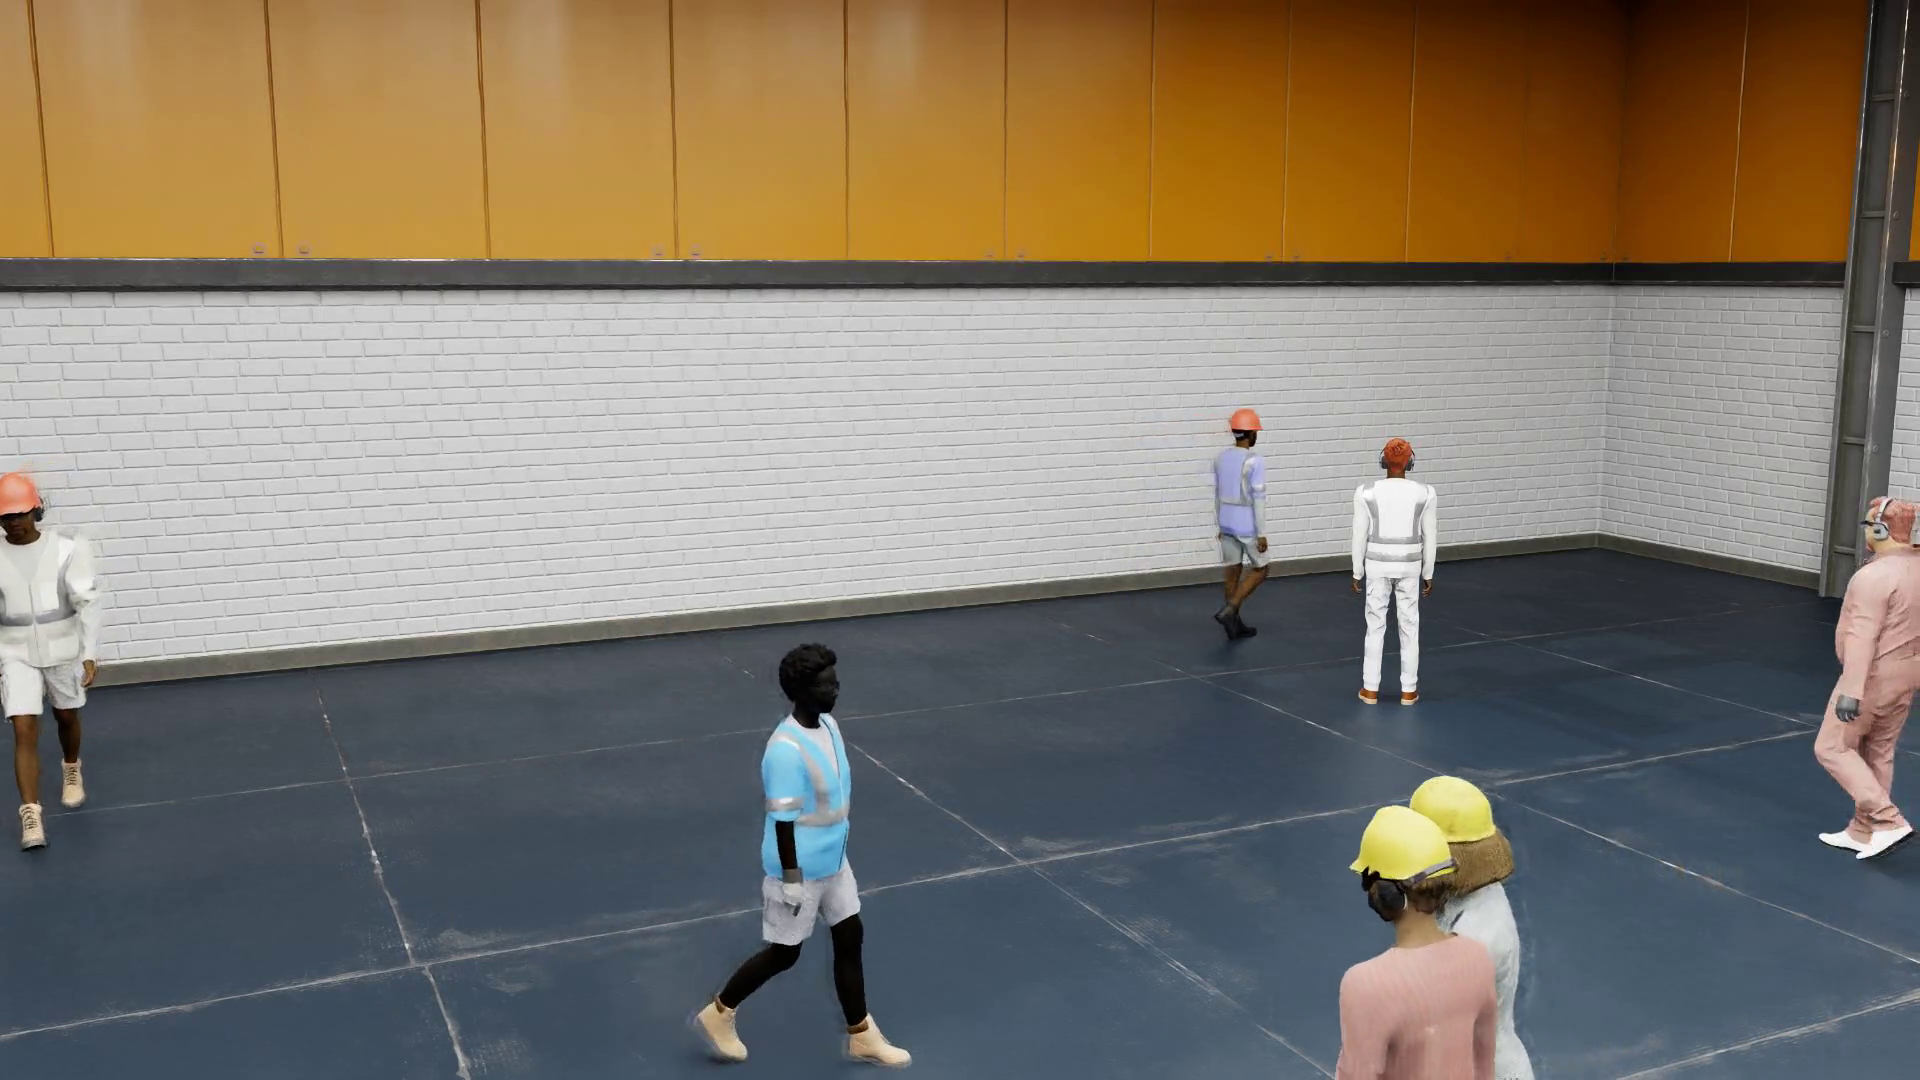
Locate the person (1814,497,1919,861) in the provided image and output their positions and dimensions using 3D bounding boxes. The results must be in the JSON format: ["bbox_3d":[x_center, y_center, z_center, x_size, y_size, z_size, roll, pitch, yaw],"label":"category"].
[{"bbox_3d":[4.700,0.724,8.517,0.676,1.894,0.440,-6,11,-35],"label":"person"}]

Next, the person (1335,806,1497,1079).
[{"bbox_3d":[1.142,1.529,4.010,0.551,1.736,0.595,-7,12,-38],"label":"person"}]

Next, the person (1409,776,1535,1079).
[{"bbox_3d":[1.310,1.468,4.491,0.800,1.704,0.485,2,9,10],"label":"person"}]

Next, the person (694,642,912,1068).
[{"bbox_3d":[-0.616,1.197,6.296,0.796,1.670,0.540,3,10,18],"label":"person"}]

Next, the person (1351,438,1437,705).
[{"bbox_3d":[3.035,0.225,11.661,0.575,1.883,0.355,2,9,9],"label":"person"}]

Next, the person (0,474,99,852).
[{"bbox_3d":[-5.020,0.605,9.060,0.612,1.984,1.113,-5,10,-27],"label":"person"}]

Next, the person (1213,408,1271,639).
[{"bbox_3d":[2.300,-0.115,13.642,0.454,1.924,0.574,-7,11,-35],"label":"person"}]
